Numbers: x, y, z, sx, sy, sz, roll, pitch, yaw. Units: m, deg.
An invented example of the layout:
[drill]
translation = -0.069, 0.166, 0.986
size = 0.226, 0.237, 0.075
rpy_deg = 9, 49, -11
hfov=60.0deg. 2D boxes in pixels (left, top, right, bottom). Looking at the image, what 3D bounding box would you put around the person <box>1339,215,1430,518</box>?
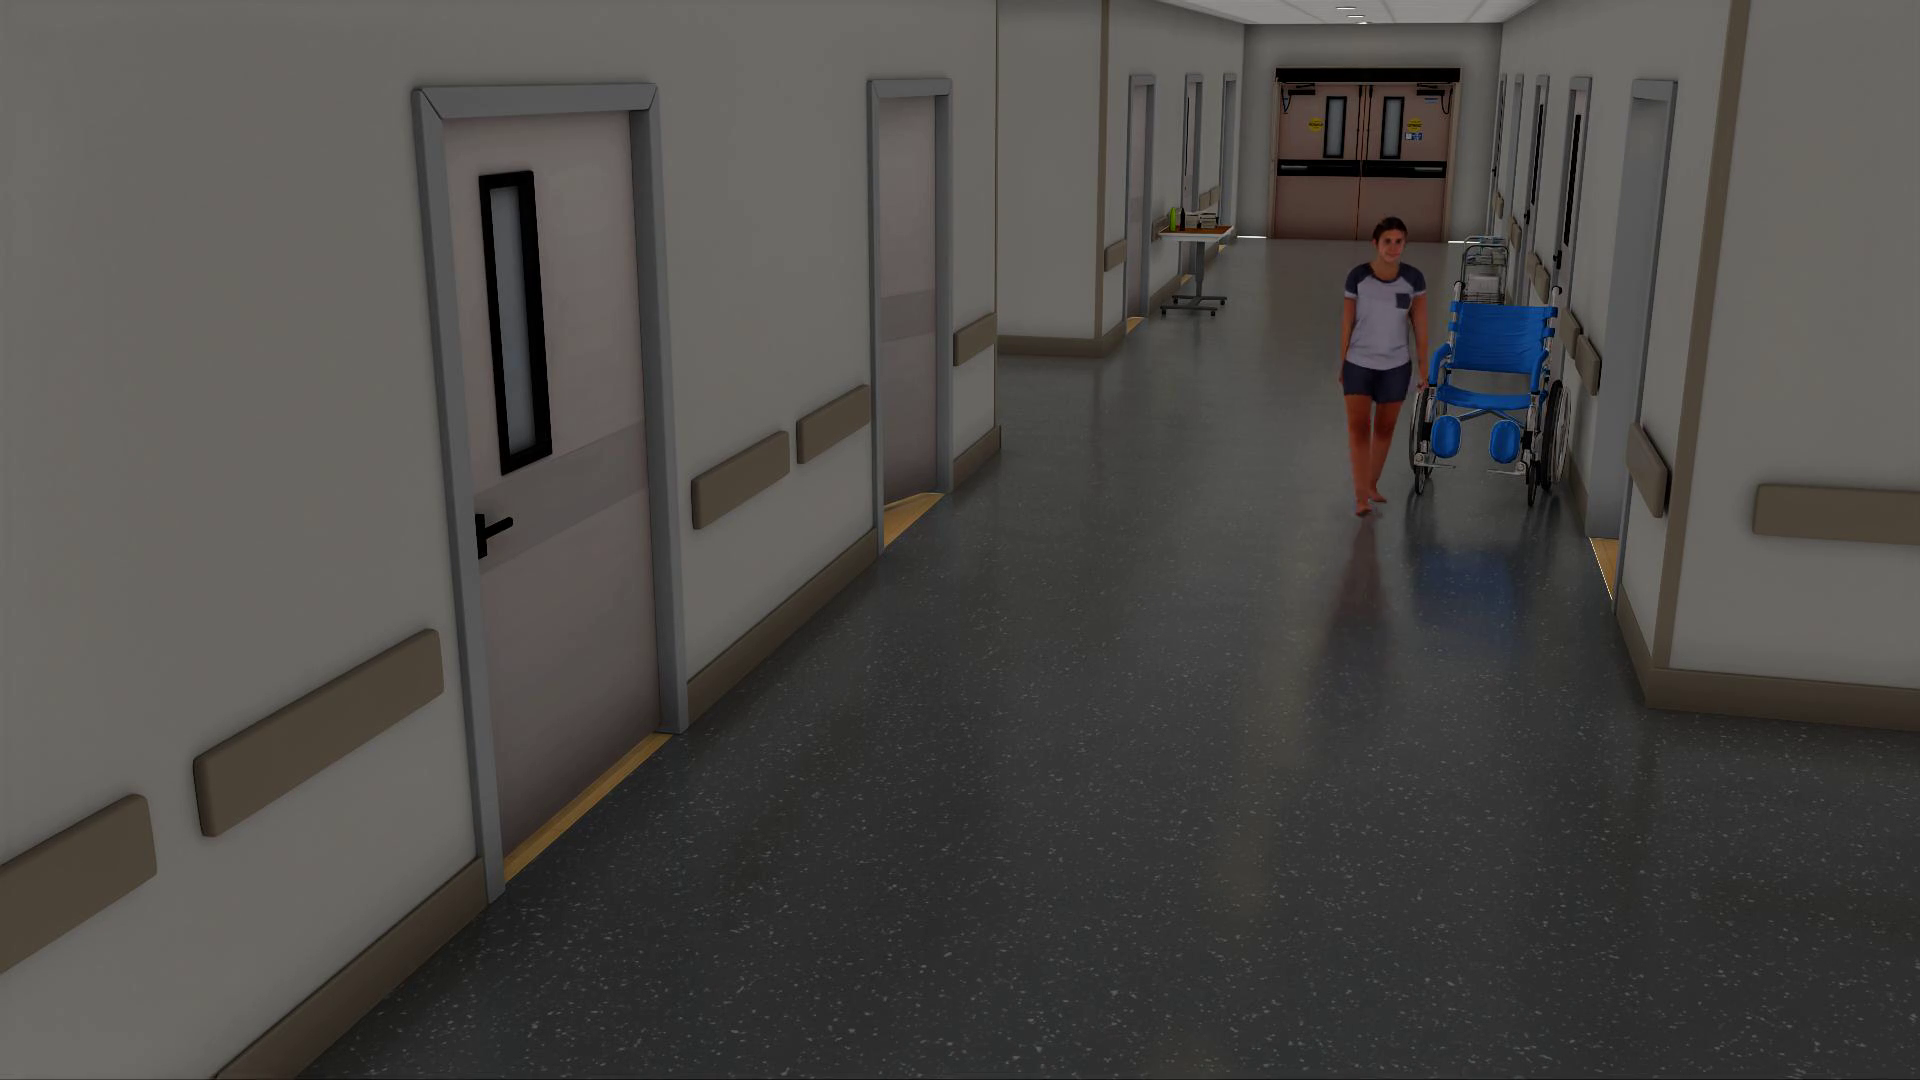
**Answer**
[person]
translation = 2.248, -0.930, 9.016
size = 0.711, 1.581, 0.994
rpy_deg = 0, 16, -1
